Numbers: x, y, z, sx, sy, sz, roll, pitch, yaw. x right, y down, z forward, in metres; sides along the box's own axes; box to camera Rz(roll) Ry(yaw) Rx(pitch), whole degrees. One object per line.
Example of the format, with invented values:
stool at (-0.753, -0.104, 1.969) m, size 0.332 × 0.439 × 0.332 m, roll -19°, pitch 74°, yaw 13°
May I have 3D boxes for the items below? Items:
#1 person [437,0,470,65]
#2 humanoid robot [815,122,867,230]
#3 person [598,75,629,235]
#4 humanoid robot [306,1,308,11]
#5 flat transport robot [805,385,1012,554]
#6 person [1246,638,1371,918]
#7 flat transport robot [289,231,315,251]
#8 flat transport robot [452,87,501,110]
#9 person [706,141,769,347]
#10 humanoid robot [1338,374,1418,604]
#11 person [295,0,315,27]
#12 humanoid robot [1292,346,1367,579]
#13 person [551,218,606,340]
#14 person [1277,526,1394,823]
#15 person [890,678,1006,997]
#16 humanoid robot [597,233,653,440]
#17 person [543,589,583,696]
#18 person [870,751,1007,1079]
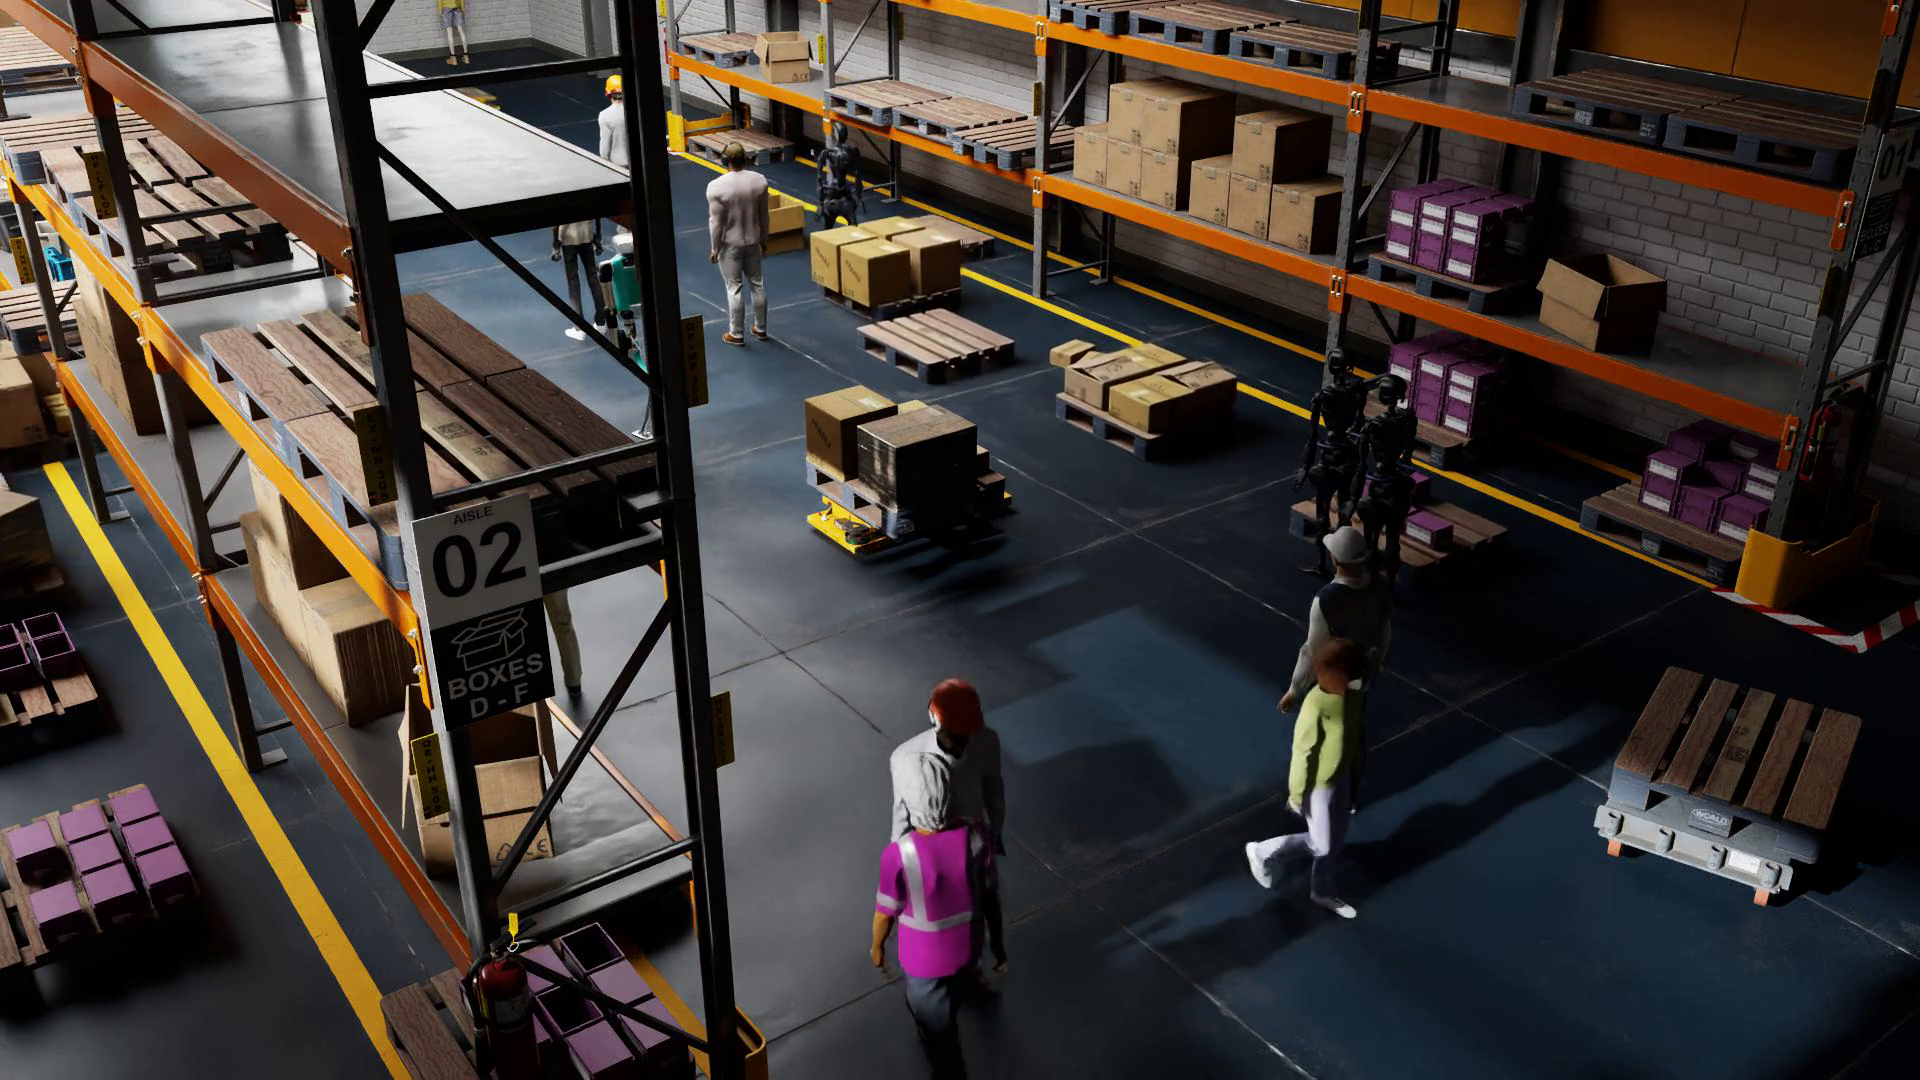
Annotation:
person at (-8.602, -9.013, 28.114) m, size 0.486 × 1.888 × 0.396 m, roll -18°, pitch 32°, yaw -32°
humanoid robot at (-1.282, -3.636, 17.710) m, size 0.610 × 1.619 × 0.817 m, roll -18°, pitch 32°, yaw -32°
person at (-3.763, -4.223, 18.578) m, size 0.582 × 1.894 × 0.372 m, roll -18°, pitch 32°, yaw -32°
humanoid robot at (-10.213, -7.815, 25.749) m, size 0.533 × 1.677 × 0.735 m, roll -18°, pitch 32°, yaw -32°
flat transport robot at (-0.370, -0.266, 12.517) m, size 1.431 × 0.231 × 0.659 m, roll -18°, pitch 32°, yaw -32°
person at (1.755, 1.152, 8.200) m, size 0.491 × 1.616 × 0.516 m, roll 21°, pitch 33°, yaw 36°
flat transport robot at (-7.495, -3.267, 18.487) m, size 0.659 × 0.231 × 1.431 m, roll 0°, pitch 27°, yaw 0°
flat transport robot at (-7.572, -6.679, 25.273) m, size 0.659 × 0.231 × 1.431 m, roll -18°, pitch 32°, yaw -32°
person at (-2.073, -2.783, 15.666) m, size 0.634 × 1.937 × 0.353 m, roll -18°, pitch 32°, yaw -32°
humanoid robot at (2.794, -0.308, 11.018) m, size 0.599 × 1.655 × 0.315 m, roll -18°, pitch 32°, yaw -32°
person at (-9.423, -6.959, 24.082) m, size 0.632 × 1.839 × 0.429 m, roll -18°, pitch 32°, yaw -32°
humanoid robot at (2.578, -0.546, 11.490) m, size 0.599 × 1.657 × 0.315 m, roll -18°, pitch 32°, yaw -32°
person at (-3.653, -2.835, 15.847) m, size 0.529 × 1.868 × 0.309 m, roll -18°, pitch 32°, yaw -32°
person at (2.013, 0.734, 8.868) m, size 0.770 × 1.755 × 0.442 m, roll -18°, pitch 32°, yaw -32°
person at (-0.038, 1.375, 7.610) m, size 0.596 × 1.737 × 0.385 m, roll -15°, pitch 31°, yaw -28°
humanoid robot at (-2.493, -1.583, 13.355) m, size 0.533 × 1.676 × 0.735 m, roll -18°, pitch 32°, yaw -32°
person at (-2.558, 0.182, 9.971) m, size 0.571 × 1.748 × 0.341 m, roll -18°, pitch 32°, yaw -32°
person at (-0.134, 1.640, 7.015) m, size 0.534 × 1.799 × 0.956 m, roll -13°, pitch 29°, yaw -23°
